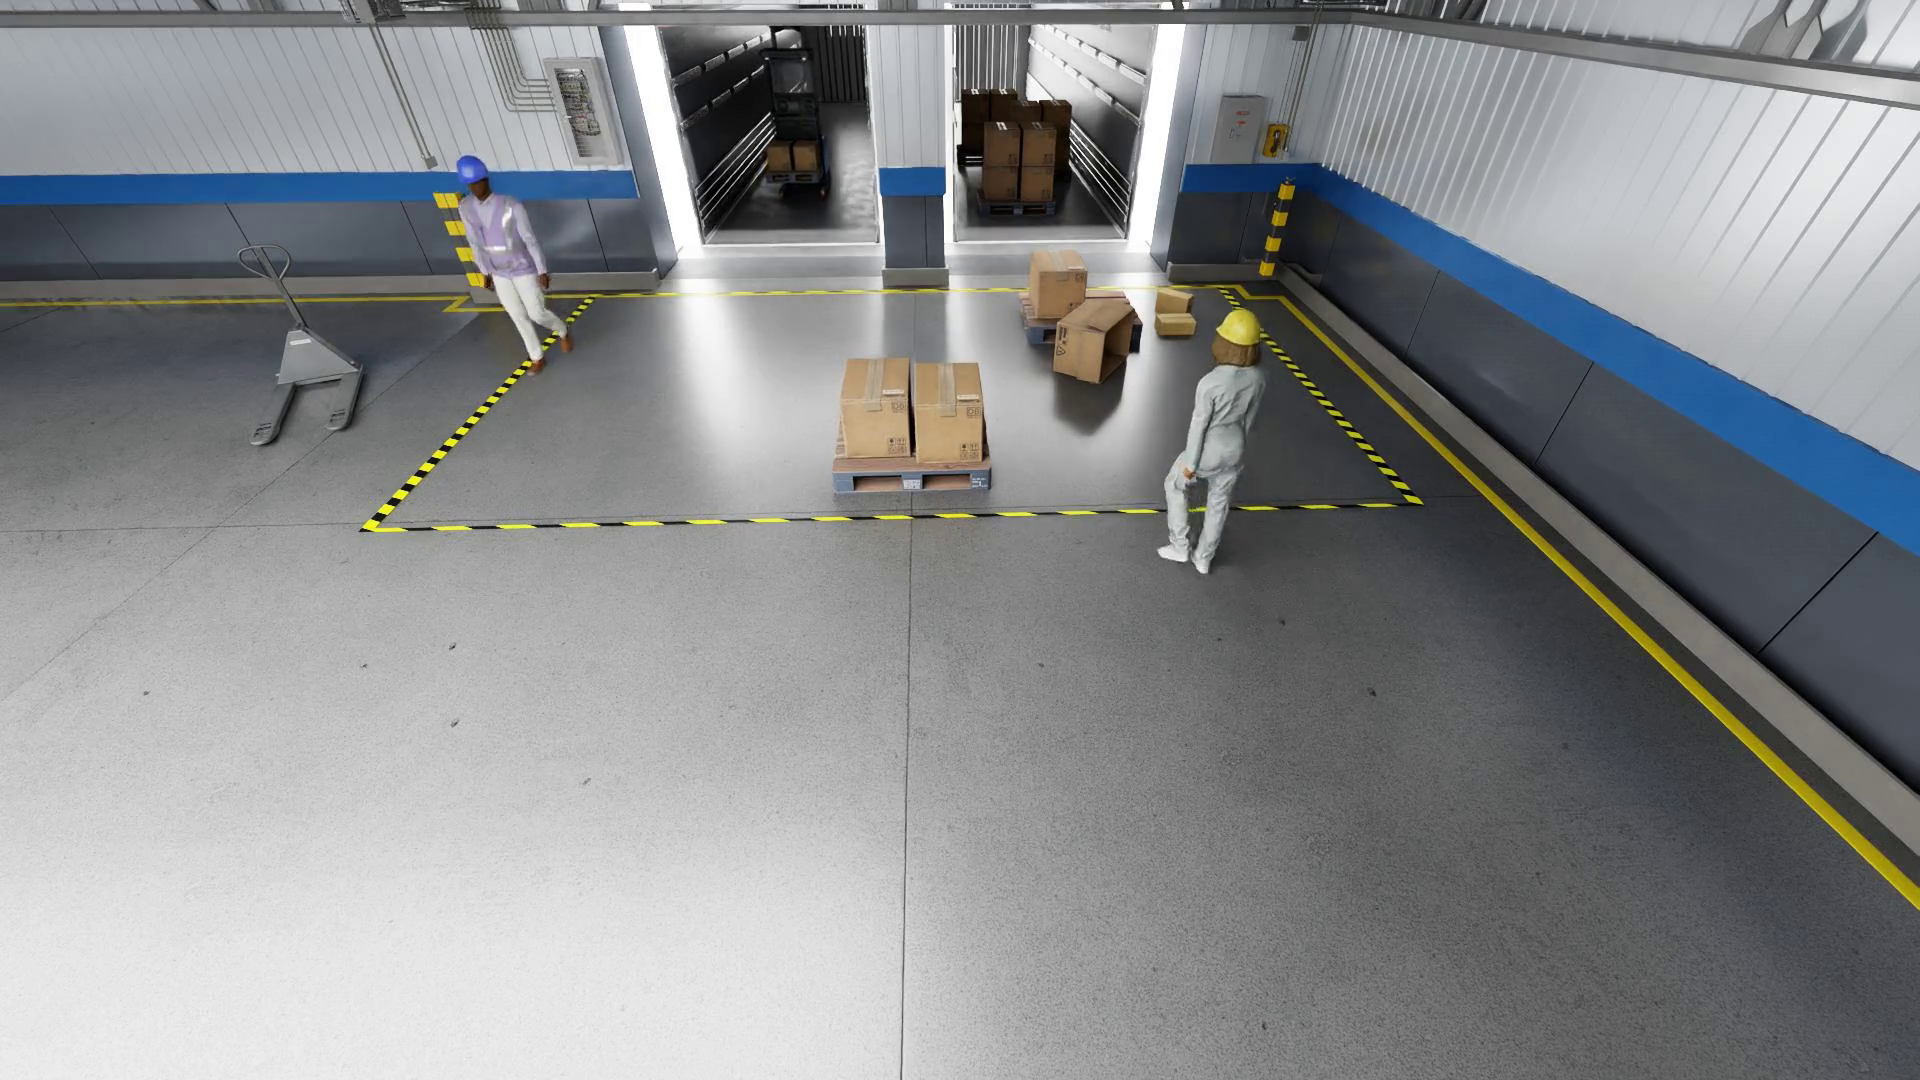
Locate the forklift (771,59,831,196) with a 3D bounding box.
[{"bbox_3d":[-2.715,-7.166,12.569,0.716,2.013,0.776,-1,38,-2],"label":"forklift"}]

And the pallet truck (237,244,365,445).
[{"bbox_3d":[-5.915,-1.733,6.366,0.680,1.201,1.601,-18,42,-21],"label":"pallet truck"}]

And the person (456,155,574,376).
[{"bbox_3d":[-4.123,-2.529,6.816,0.614,1.931,0.637,2,38,3],"label":"person"}]

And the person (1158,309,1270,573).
[{"bbox_3d":[1.545,-0.550,4.473,0.481,1.733,0.389,-10,40,-13],"label":"person"}]
